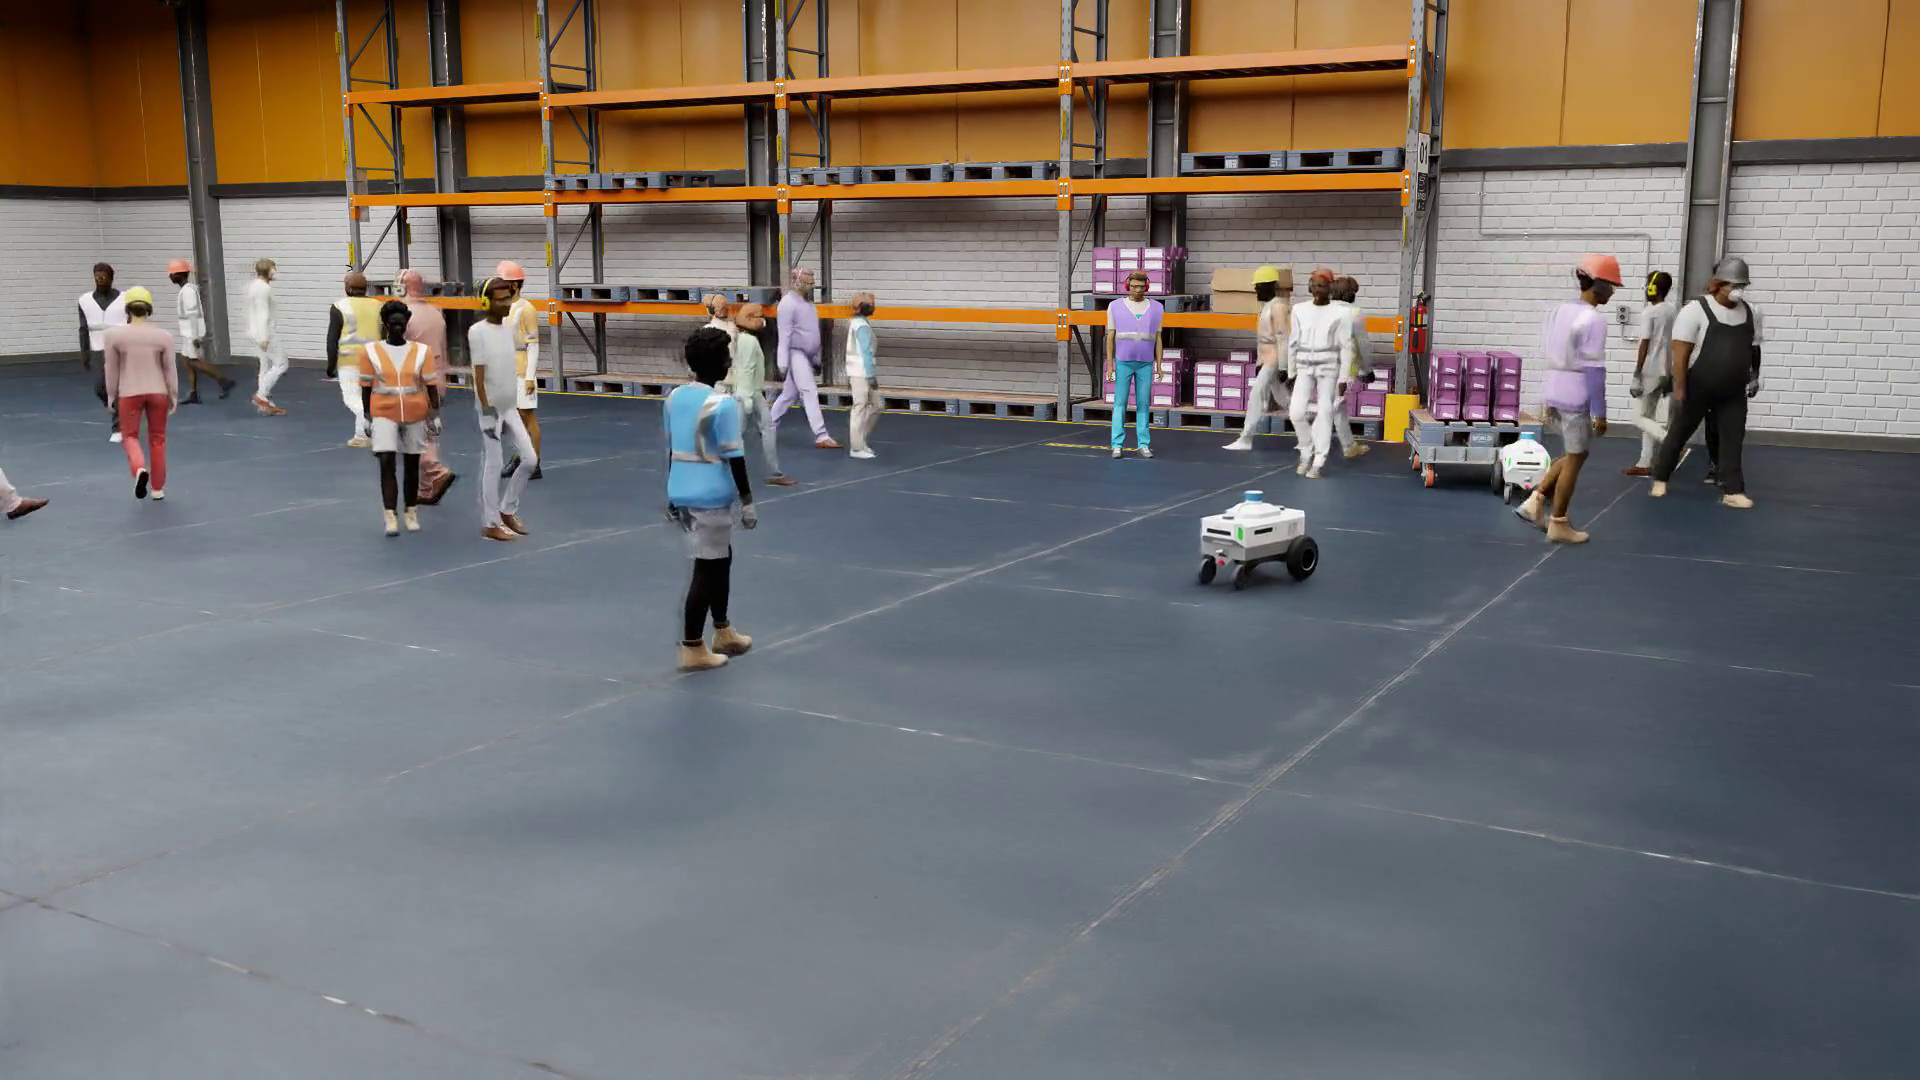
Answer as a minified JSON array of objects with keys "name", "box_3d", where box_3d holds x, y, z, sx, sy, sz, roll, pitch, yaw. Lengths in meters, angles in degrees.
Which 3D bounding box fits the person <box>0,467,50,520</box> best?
[{"name":"person","box_3d":[-7.278,-1.013,12.212,0.935,1.863,0.681,-5,11,-25]}]

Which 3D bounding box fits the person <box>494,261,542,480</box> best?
[{"name":"person","box_3d":[-3.933,-1.490,14.720,0.372,1.939,0.544,-9,13,-42]}]

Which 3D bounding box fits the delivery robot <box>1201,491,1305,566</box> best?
[{"name":"delivery robot","box_3d":[1.813,-0.061,10.281,0.707,0.478,0.477,-9,14,-43]}]

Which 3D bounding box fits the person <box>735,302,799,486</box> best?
[{"name":"person","box_3d":[-1.836,-1.245,14.292,0.803,1.599,0.508,-3,10,-14]}]

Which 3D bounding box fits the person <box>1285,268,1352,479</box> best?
[{"name":"person","box_3d":[3.170,-1.467,14.777,0.614,1.870,0.421,6,12,32]}]

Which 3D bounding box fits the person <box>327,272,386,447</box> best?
[{"name":"person","box_3d":[-6.065,-1.805,16.866,0.800,1.815,0.631,7,12,33]}]

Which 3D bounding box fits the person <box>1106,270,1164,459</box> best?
[{"name":"person","box_3d":[1.708,-1.715,16.279,0.563,1.838,0.390,-1,10,-6]}]

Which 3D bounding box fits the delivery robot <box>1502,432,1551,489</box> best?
[{"name":"delivery robot","box_3d":[4.608,-0.636,13.538,0.477,0.478,0.707,3,10,15]}]

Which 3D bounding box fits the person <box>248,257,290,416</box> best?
[{"name":"person","box_3d":[-8.410,-2.464,20.245,0.430,1.927,0.640,-5,11,-26]}]

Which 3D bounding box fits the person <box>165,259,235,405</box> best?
[{"name":"person","box_3d":[-9.964,-2.716,21.742,0.662,1.915,0.557,-5,11,-27]}]

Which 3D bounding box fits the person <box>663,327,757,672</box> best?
[{"name":"person","box_3d":[-1.162,-0.205,8.183,0.633,1.673,0.547,-8,13,-39]}]

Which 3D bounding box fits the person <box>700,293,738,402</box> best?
[{"name":"person","box_3d":[-2.206,-1.434,15.248,0.307,1.641,0.514,5,11,25]}]

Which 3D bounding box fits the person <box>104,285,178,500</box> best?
[{"name":"person","box_3d":[-6.584,-1.169,13.410,0.540,1.751,0.529,-5,11,-28]}]

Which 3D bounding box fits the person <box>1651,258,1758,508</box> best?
[{"name":"person","box_3d":[6.022,-1.314,13.436,0.703,2.000,0.937,-2,10,-9]}]

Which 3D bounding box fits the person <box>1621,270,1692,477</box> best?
[{"name":"person","box_3d":[6.191,-1.449,14.711,0.524,1.858,0.618,-8,13,-37]}]

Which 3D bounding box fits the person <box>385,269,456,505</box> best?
[{"name":"person","box_3d":[-4.263,-1.189,13.152,0.510,1.888,0.657,3,10,16]}]

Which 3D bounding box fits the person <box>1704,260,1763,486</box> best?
[{"name":"person","box_3d":[6.533,-1.427,14.336,0.610,1.938,0.690,8,13,38]}]

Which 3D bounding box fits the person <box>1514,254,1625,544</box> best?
[{"name":"person","box_3d":[4.264,-0.952,11.466,0.519,2.011,0.648,-1,10,-4]}]

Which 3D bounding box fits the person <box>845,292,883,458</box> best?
[{"name":"person","box_3d":[-0.915,-1.592,16.176,0.408,1.621,0.531,-1,10,-7]}]

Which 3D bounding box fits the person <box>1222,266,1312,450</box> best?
[{"name":"person","box_3d":[3.207,-1.834,16.859,0.979,1.880,0.600,0,10,1]}]

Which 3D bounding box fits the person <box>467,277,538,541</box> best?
[{"name":"person","box_3d":[-3.210,-0.895,11.596,0.429,1.854,0.522,5,11,26]}]

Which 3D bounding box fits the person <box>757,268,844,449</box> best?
[{"name":"person","box_3d":[-1.689,-1.869,17.143,1.006,1.856,0.650,3,10,17]}]

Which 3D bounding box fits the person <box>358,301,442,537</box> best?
[{"name":"person","box_3d":[-3.954,-0.852,11.824,0.546,1.673,0.688,-5,11,-26]}]

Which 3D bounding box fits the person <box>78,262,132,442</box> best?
[{"name":"person","box_3d":[-9.060,-2.009,17.772,0.597,1.901,0.656,-2,10,-9]}]

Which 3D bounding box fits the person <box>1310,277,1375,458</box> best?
[{"name":"person","box_3d":[3.622,-1.623,15.952,0.985,1.789,0.619,-6,11,-29]}]
